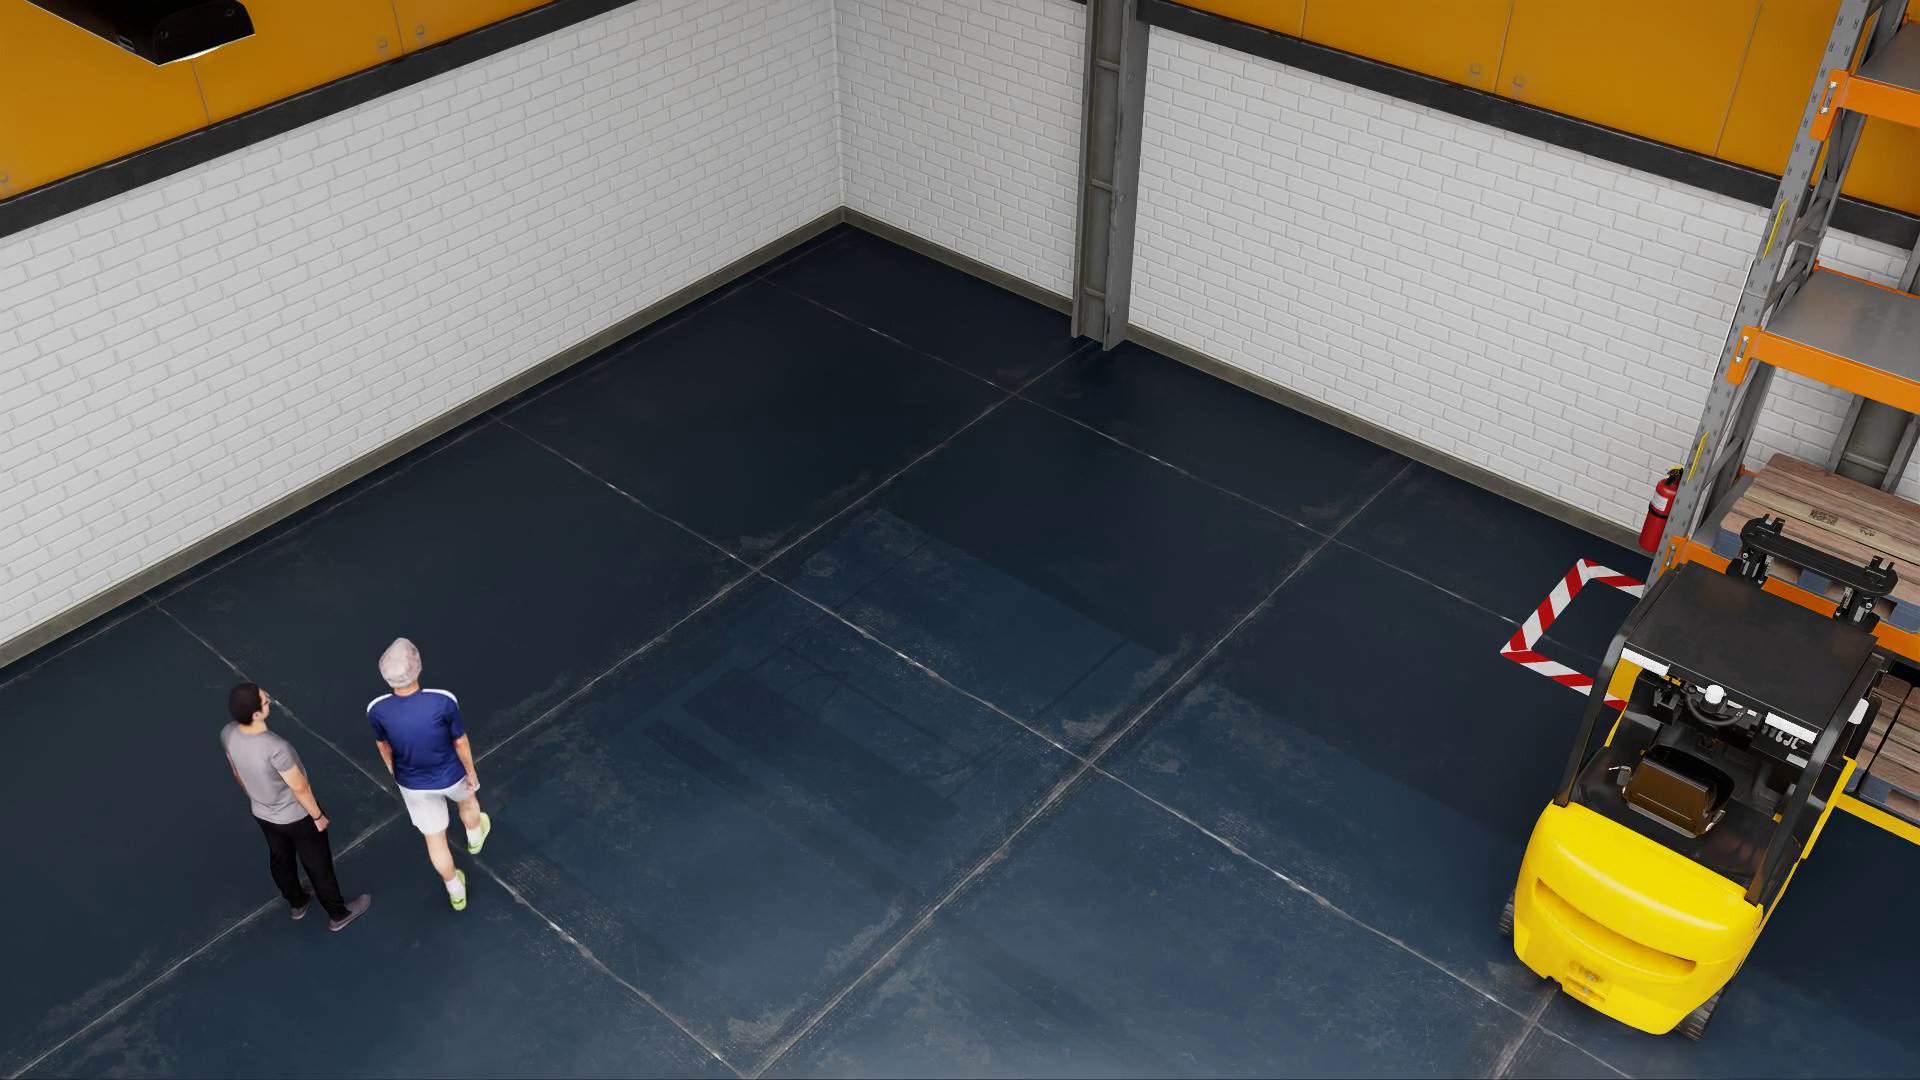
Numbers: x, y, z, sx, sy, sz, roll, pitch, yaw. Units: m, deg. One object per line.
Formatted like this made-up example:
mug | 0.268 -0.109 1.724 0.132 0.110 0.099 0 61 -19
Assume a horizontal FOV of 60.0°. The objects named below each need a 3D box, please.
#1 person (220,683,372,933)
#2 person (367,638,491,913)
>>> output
person | -3.692 1.463 9.085 0.594 1.754 0.745 14 41 17
person | -2.912 1.353 9.176 0.931 1.812 1.033 -10 40 -12
